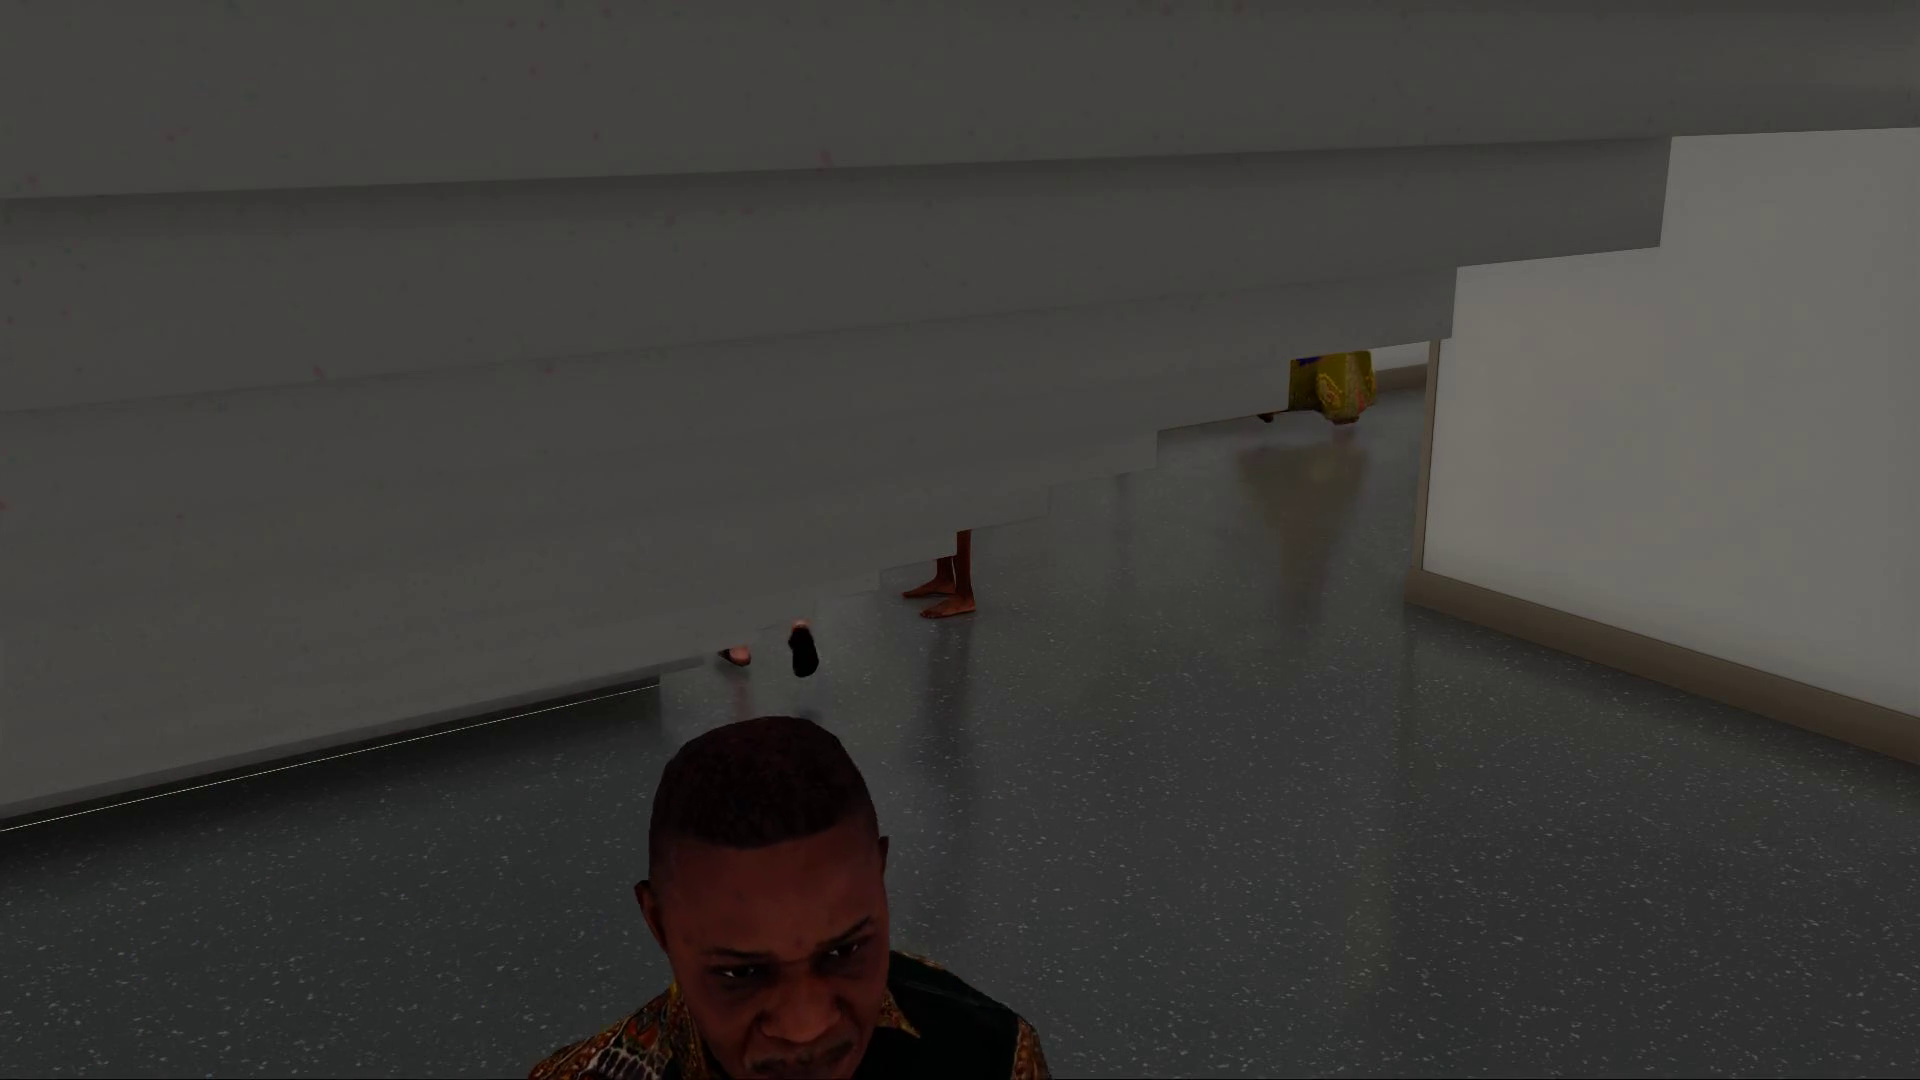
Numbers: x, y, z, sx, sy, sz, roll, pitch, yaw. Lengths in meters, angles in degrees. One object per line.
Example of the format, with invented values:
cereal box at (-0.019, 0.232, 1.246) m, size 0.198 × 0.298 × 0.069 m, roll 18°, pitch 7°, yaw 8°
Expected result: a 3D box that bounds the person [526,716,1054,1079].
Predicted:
person at (-0.190, 0.972, 1.546) m, size 0.682 × 1.793 × 0.733 m, roll -11°, pitch 19°, yaw -33°
